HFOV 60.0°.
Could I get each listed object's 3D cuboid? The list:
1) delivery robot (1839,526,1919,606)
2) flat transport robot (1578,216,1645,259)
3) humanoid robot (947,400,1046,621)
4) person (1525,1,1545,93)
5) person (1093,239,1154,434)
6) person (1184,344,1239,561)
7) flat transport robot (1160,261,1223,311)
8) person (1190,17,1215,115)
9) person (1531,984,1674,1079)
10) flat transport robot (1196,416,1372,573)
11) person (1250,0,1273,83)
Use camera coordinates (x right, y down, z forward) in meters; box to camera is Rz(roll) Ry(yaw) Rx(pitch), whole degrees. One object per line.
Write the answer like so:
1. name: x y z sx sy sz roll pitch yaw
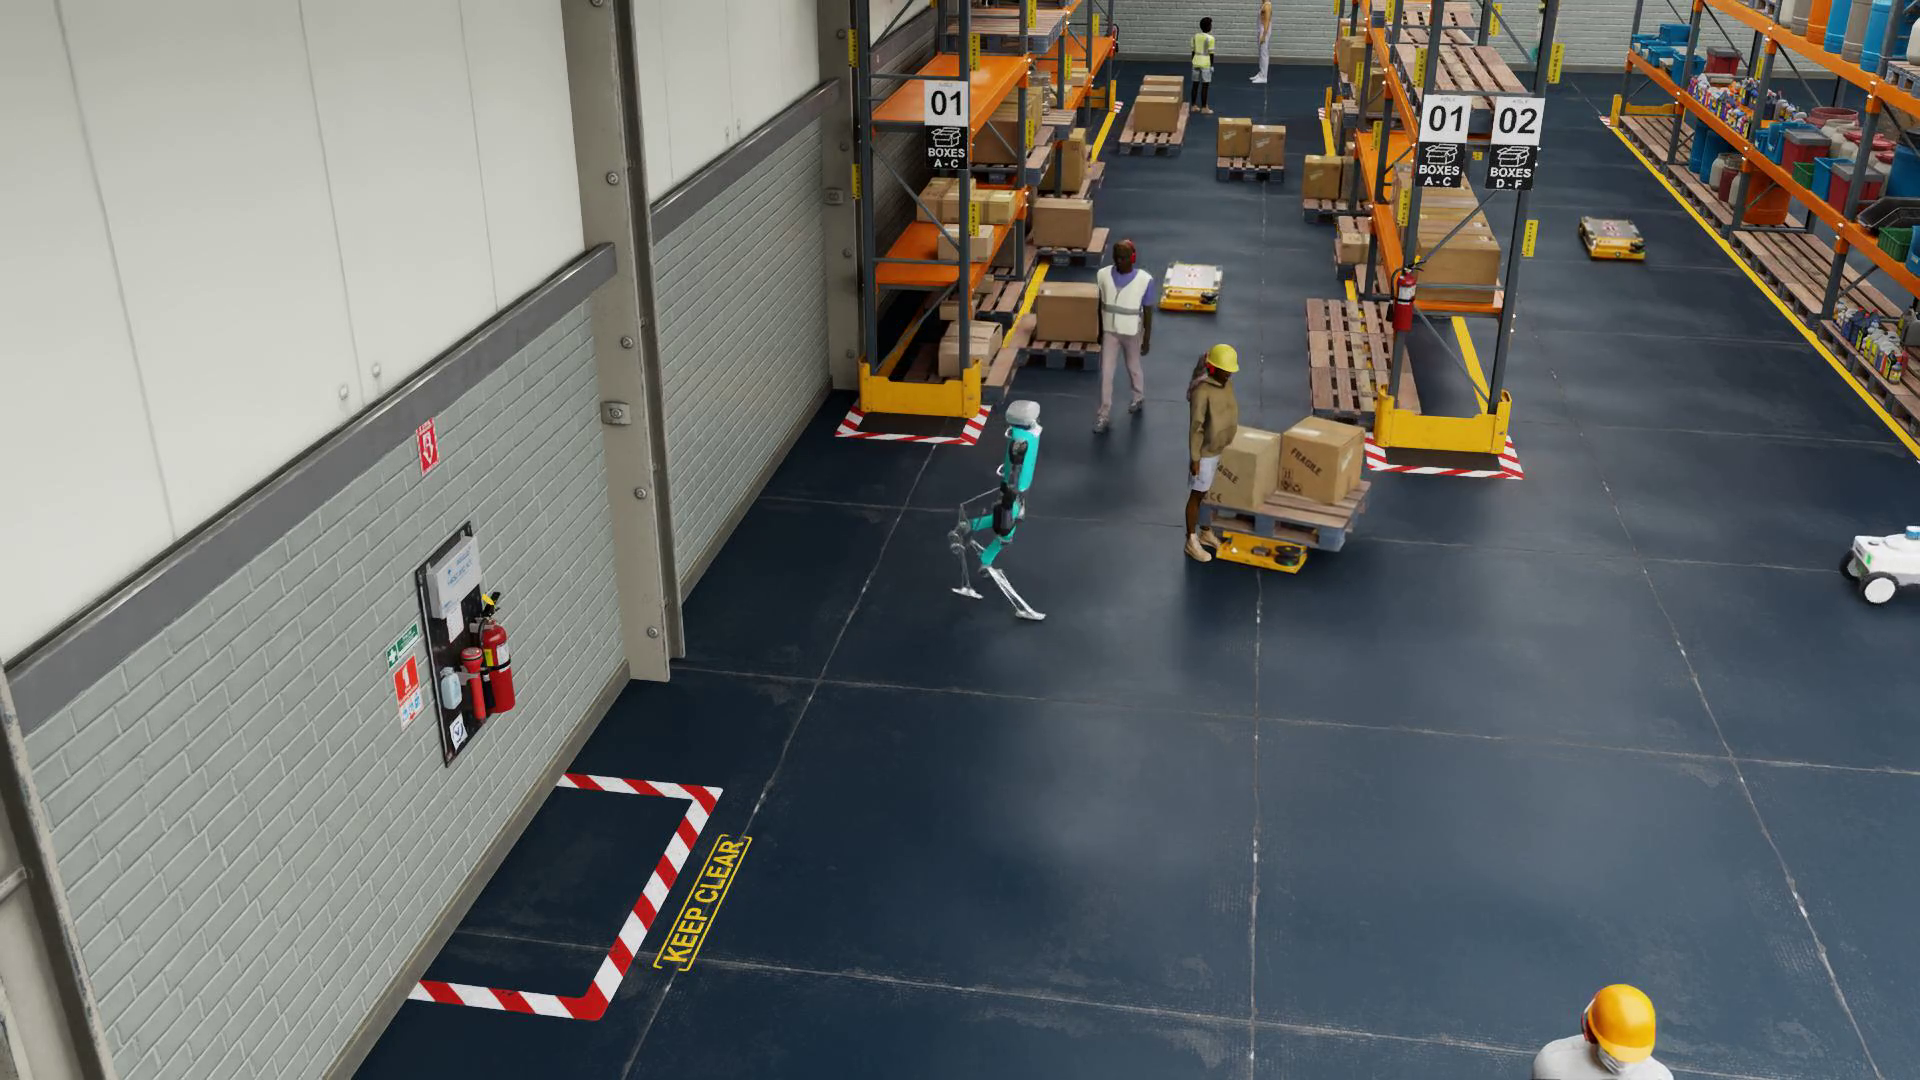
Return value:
1. delivery robot: 7.147 0.185 12.626 0.775 0.596 0.499 3 25 7
2. flat transport robot: 8.552 -3.969 21.852 0.659 0.231 1.431 5 26 11
3. humanoid robot: 0.170 -0.214 12.125 0.952 1.767 0.555 9 26 18
4. person: 11.105 -9.448 31.827 0.379 1.757 0.528 -4 25 -8
5. person: 1.561 -1.985 15.792 0.577 1.805 0.938 12 28 24
6. person: 1.971 -0.715 13.128 0.413 1.756 0.544 22 33 38
7. flat transport robot: 2.773 -3.030 19.844 0.659 0.231 1.431 5 25 10
8. person: 4.367 -8.537 29.937 0.322 1.698 0.534 -18 31 -34
9. person: 2.339 2.428 6.253 0.569 1.889 0.389 8 26 17
10. flat transport robot: 2.640 -0.130 13.635 0.659 0.231 1.431 12 28 24
11. person: 5.949 -10.003 32.889 0.395 1.854 0.518 2 25 5
